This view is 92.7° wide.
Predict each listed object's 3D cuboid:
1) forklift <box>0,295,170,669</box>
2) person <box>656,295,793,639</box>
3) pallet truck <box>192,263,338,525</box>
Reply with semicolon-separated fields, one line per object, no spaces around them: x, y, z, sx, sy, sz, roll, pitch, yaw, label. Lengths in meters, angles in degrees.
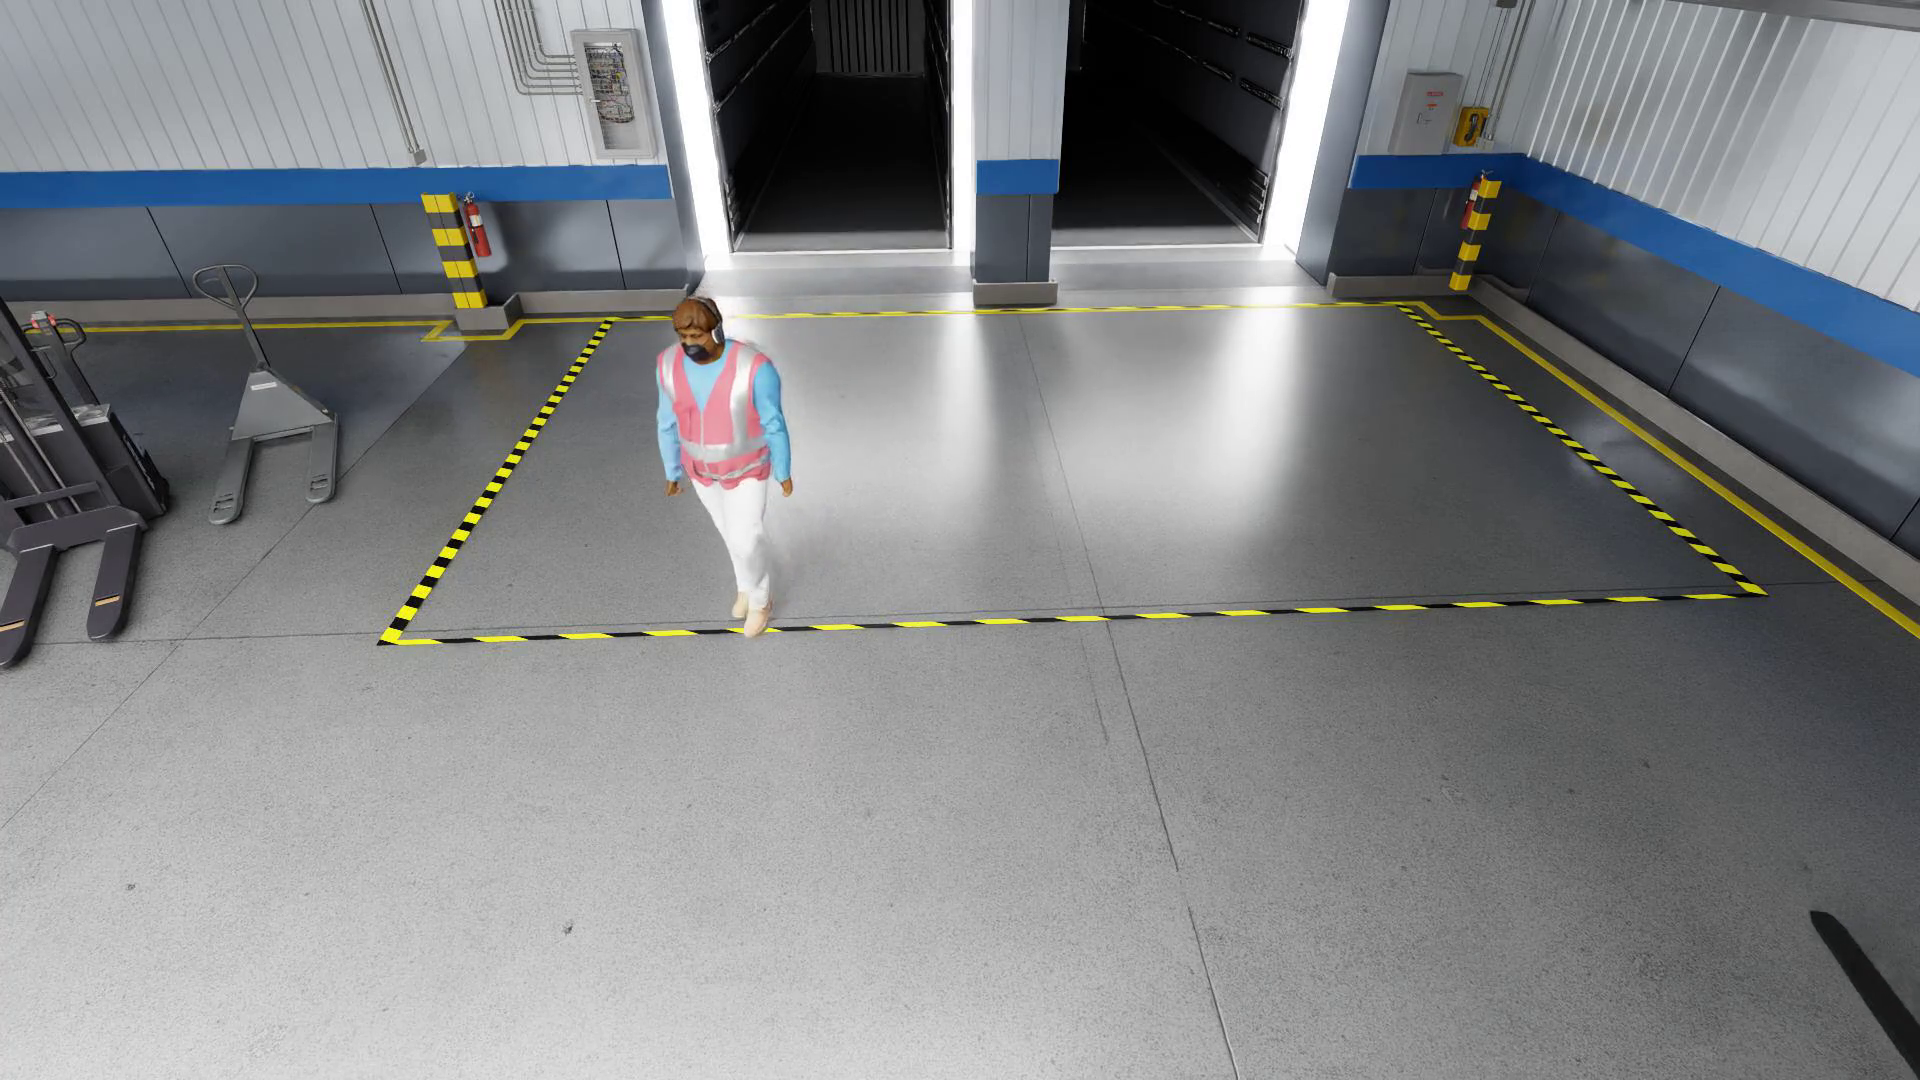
-5.212;-0.618;4.878;0.823;1.965;1.885;-20;39;-26;forklift
-1.185;-0.338;4.622;0.656;1.828;0.493;9;36;13;person
-4.778;-1.027;6.128;0.680;1.201;1.601;-17;38;-23;pallet truck
